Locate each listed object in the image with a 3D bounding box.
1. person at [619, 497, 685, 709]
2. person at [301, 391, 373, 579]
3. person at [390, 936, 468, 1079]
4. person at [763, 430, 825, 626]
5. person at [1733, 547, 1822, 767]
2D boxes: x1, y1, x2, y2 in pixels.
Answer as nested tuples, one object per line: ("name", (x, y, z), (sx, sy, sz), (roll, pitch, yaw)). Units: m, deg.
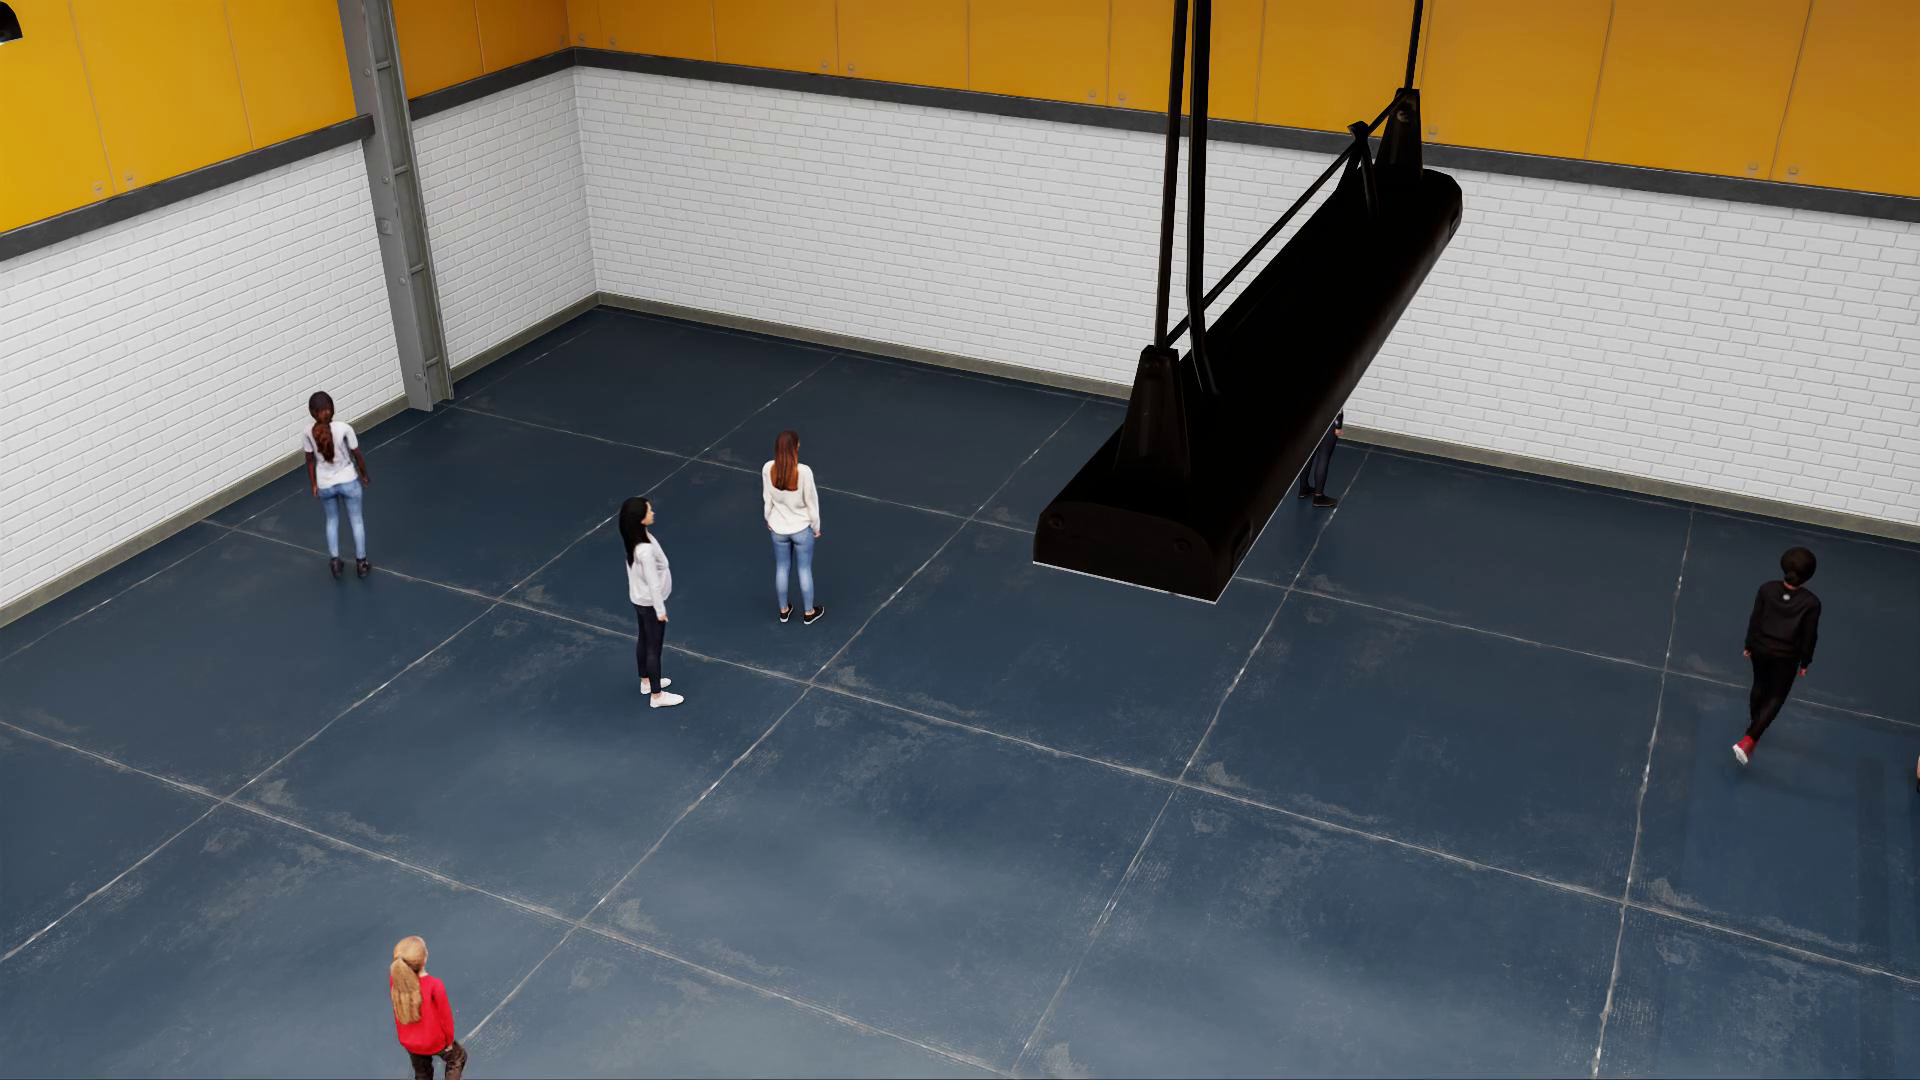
("person", (-2.317, 0.442, 12.314), (0.747, 1.699, 0.709), (-13, 31, -23))
("person", (-5.191, -0.443, 13.919), (0.725, 1.717, 0.772), (-4, 29, -8))
("person", (-2.830, 2.641, 8.731), (0.549, 1.272, 0.584), (5, 29, 8))
("person", (-1.339, -0.102, 13.320), (0.648, 1.692, 0.595), (8, 30, 14))
("person", (5.704, 0.829, 11.658), (1.109, 1.649, 0.840), (-25, 37, -38))
